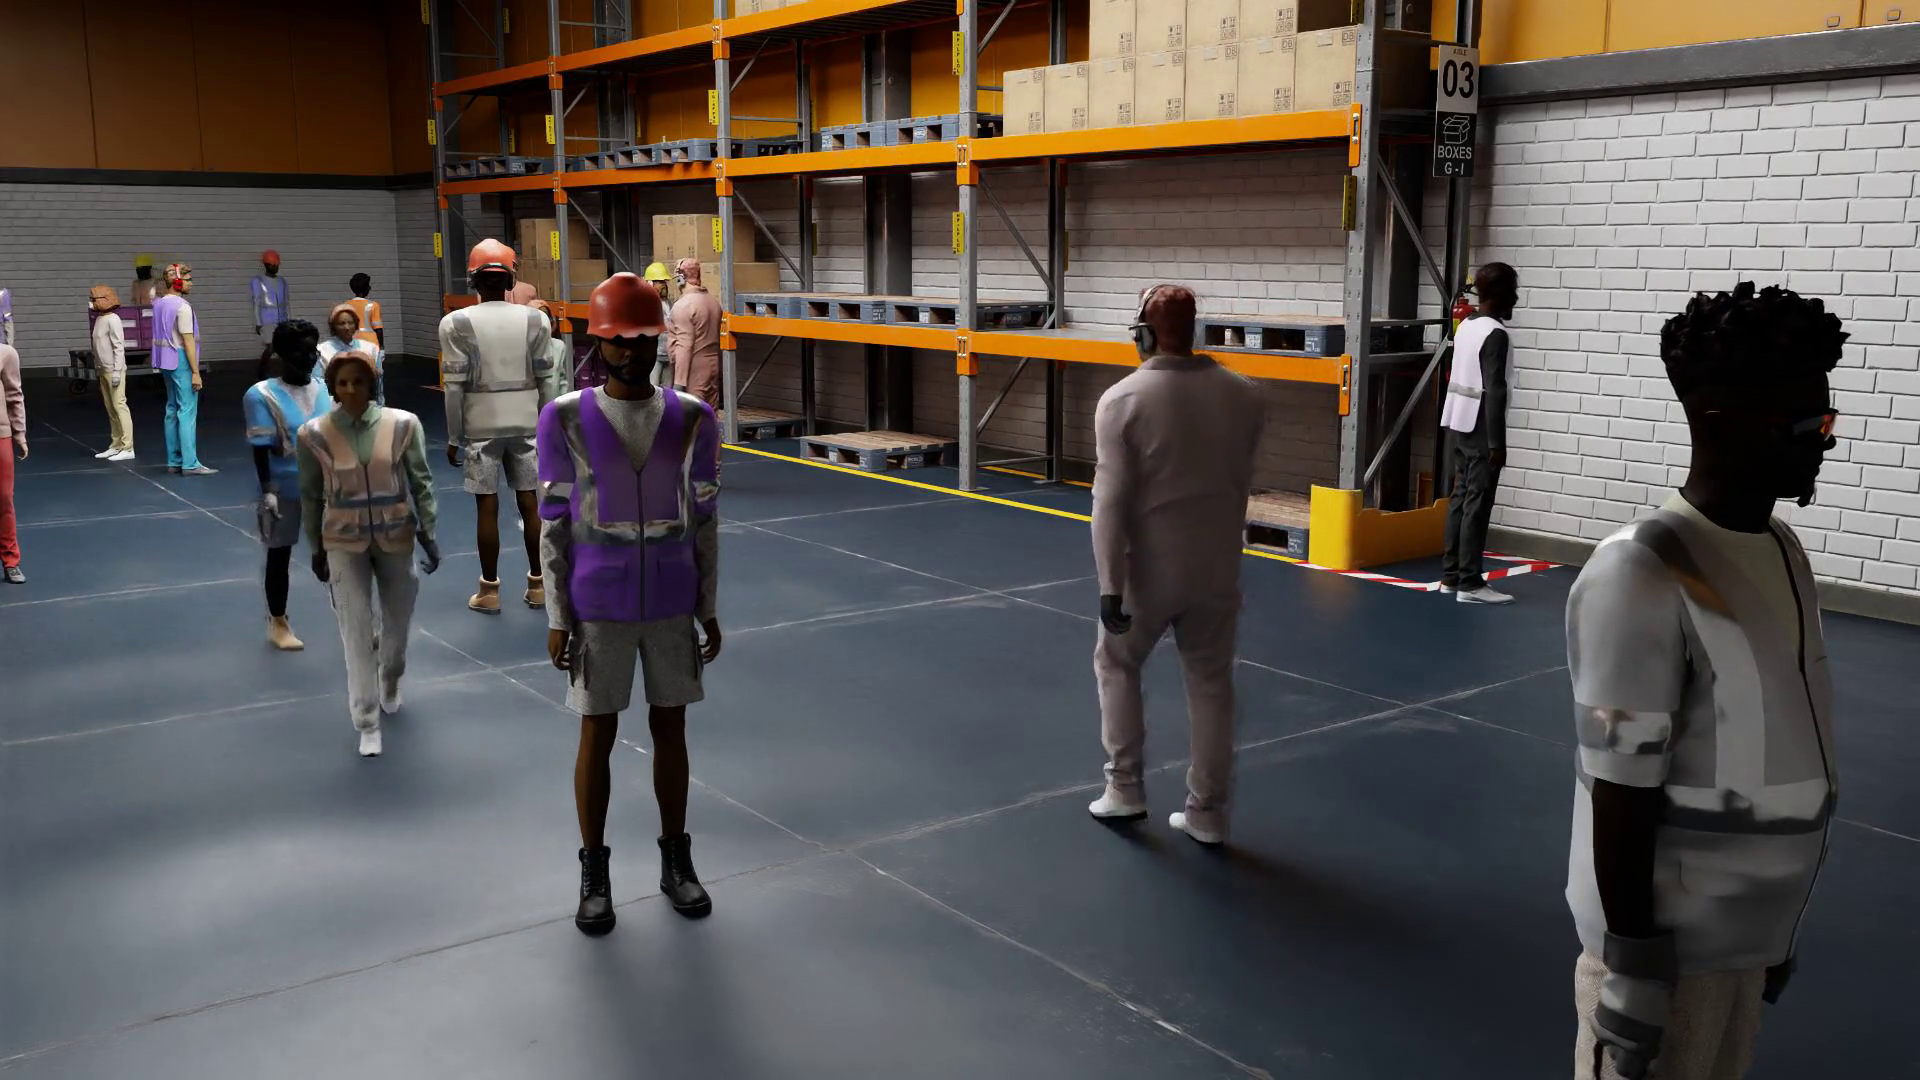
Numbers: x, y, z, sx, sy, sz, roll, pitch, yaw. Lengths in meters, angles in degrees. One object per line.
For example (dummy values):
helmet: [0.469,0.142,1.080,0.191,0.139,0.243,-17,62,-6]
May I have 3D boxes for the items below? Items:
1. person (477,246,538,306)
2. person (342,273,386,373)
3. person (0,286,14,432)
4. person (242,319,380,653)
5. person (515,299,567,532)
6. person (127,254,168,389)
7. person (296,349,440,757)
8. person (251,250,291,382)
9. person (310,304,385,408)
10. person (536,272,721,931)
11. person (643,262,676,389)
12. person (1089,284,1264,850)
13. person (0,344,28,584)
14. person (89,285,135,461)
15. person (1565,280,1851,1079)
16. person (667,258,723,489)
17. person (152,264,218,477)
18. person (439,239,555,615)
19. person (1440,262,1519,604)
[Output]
person: [-4.377,-1.845,16.152,0.621,1.994,0.381,-8,13,-36]
person: [-6.605,-2.104,18.441,0.535,1.697,0.318,3,10,15]
person: [-10.320,-2.066,17.583,0.590,1.926,0.388,-4,11,-23]
person: [-3.154,-0.232,8.066,0.847,1.660,0.538,10,14,43]
person: [-2.957,-0.872,11.713,0.266,1.631,0.507,8,13,38]
person: [-11.386,-3.085,23.433,0.605,1.882,0.992,5,11,25]
person: [-2.433,0.008,6.848,0.512,1.612,0.789,-5,11,-24]
person: [-9.516,-3.037,23.013,0.522,1.927,0.561,7,13,36]
person: [-4.142,-0.792,11.327,0.535,1.594,0.862,-7,13,-36]
person: [-0.963,0.185,4.942,0.543,1.938,0.356,-4,11,-22]
person: [-2.984,-1.828,16.510,0.404,1.833,0.592,5,11,24]
person: [0.696,0.085,5.652,0.660,1.883,0.649,-4,11,-19]
person: [-5.776,-0.591,9.773,0.531,1.765,0.324,-7,12,-33]
person: [-7.971,-1.563,15.587,0.504,1.633,0.279,10,14,43]
person: [1.164,0.584,2.628,0.367,1.966,0.603,9,14,43]
person: [-2.167,-1.320,13.481,0.400,1.902,0.643,3,11,18]
person: [-6.803,-1.472,14.479,0.570,1.843,0.373,8,13,39]
person: [-2.523,-0.611,9.107,0.608,2.044,0.370,-6,12,-30]
person: [2.933,-0.603,9.415,0.373,1.914,0.596,0,10,-2]
